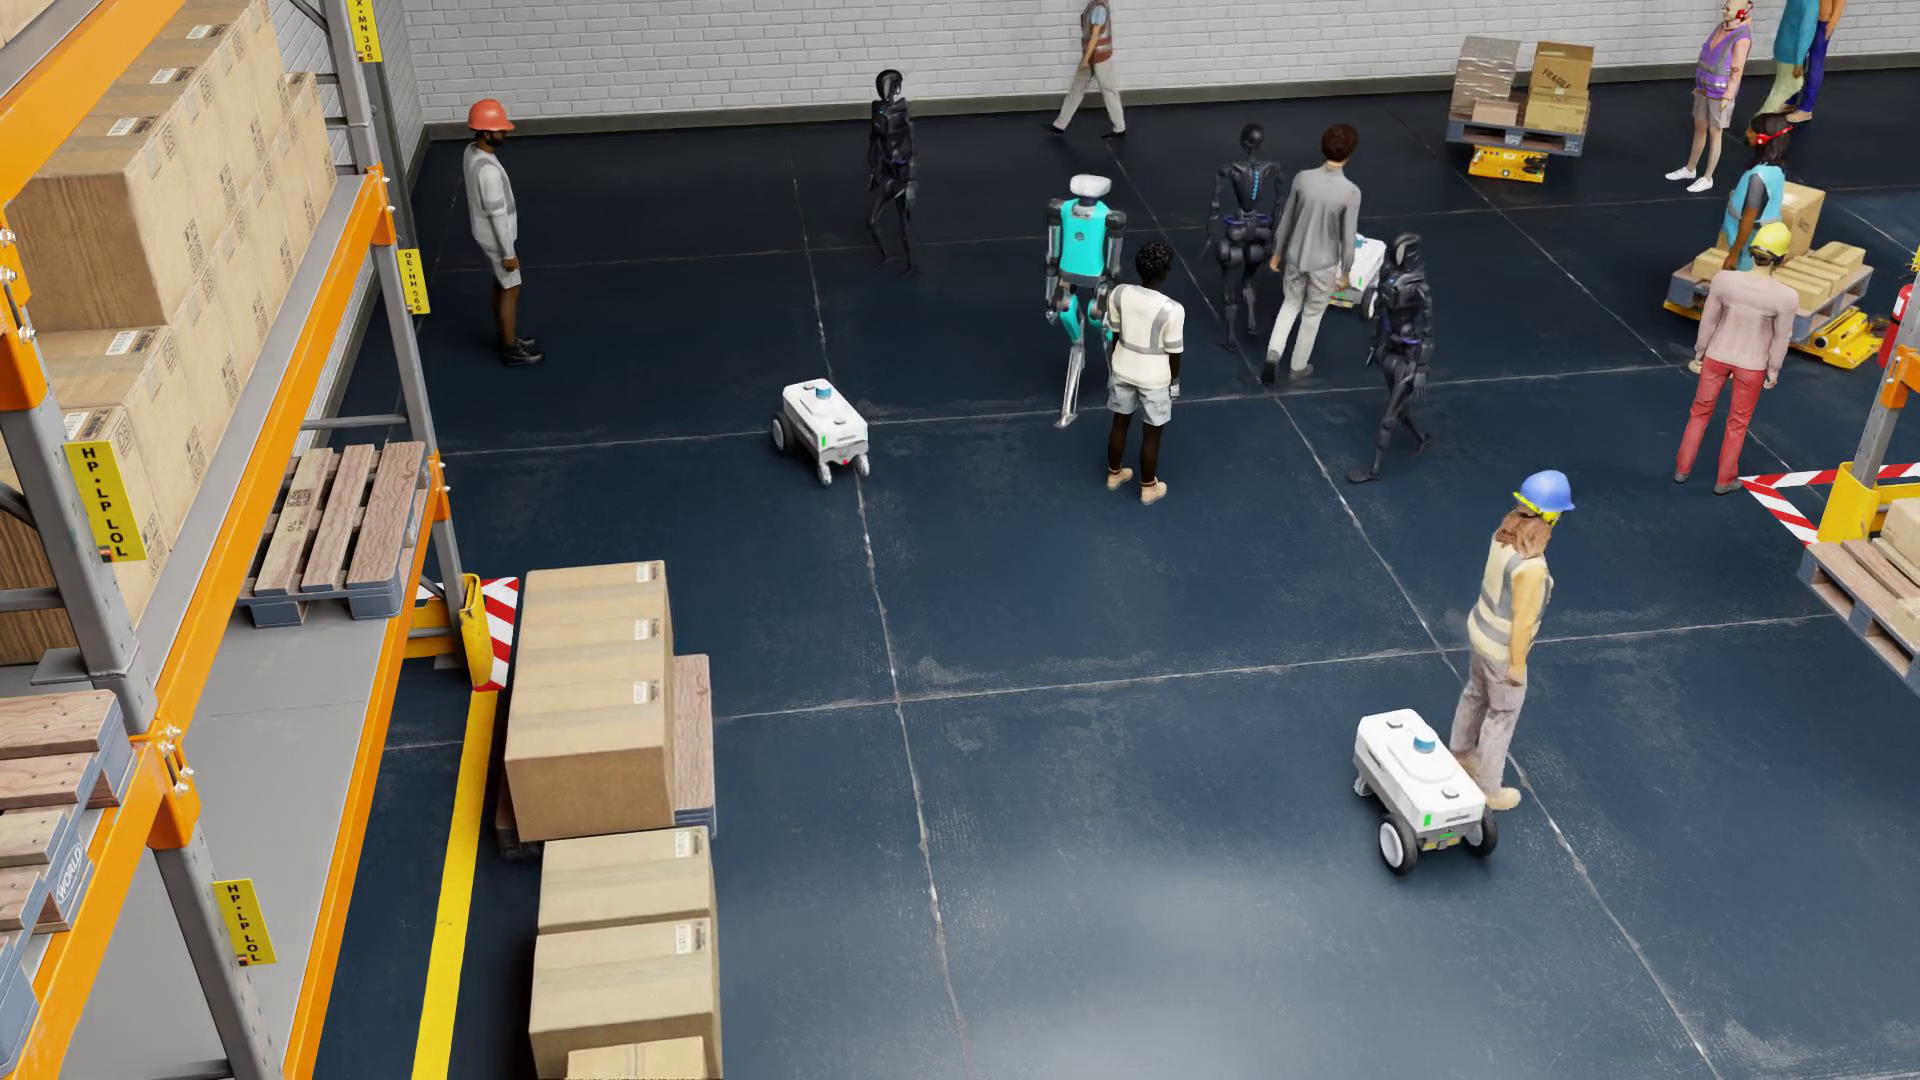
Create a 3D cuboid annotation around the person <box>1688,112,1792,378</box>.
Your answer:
[{"bbox_3d":[5.453,-2.045,11.543,0.391,1.856,0.538,16,36,23],"label":"person"}]

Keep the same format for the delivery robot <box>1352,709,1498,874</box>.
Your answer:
[{"bbox_3d":[2.162,1.171,7.811,0.502,0.611,0.782,-9,34,-14],"label":"delivery robot"}]

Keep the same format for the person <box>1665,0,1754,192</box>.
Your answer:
[{"bbox_3d":[6.599,-3.900,14.524,0.349,1.693,0.476,-7,34,-10],"label":"person"}]

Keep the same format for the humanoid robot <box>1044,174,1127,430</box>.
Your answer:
[{"bbox_3d":[0.912,-1.652,11.084,0.537,1.808,0.926,14,36,21],"label":"humanoid robot"}]

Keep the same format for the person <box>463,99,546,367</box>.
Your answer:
[{"bbox_3d":[-3.194,-2.125,11.600,0.382,1.924,0.546,-15,36,-22],"label":"person"}]

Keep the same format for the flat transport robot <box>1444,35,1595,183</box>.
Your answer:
[{"bbox_3d":[5.157,-3.686,15.502,0.659,0.231,1.431,12,35,17],"label":"flat transport robot"}]

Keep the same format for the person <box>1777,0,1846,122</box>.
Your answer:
[{"bbox_3d":[8.254,-5.053,16.042,0.397,1.974,0.516,-12,35,-18],"label":"person"}]

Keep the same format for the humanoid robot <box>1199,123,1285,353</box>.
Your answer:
[{"bbox_3d":[2.021,-2.149,11.861,0.586,1.648,0.354,-6,34,-10],"label":"humanoid robot"}]

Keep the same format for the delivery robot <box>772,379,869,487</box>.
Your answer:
[{"bbox_3d":[-0.867,-0.736,10.711,0.499,0.586,0.765,-15,36,-22],"label":"delivery robot"}]

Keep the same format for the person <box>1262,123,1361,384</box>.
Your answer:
[{"bbox_3d":[2.371,-1.883,11.262,0.580,1.876,0.506,20,38,28],"label":"person"}]

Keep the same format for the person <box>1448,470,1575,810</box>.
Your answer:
[{"bbox_3d":[2.559,0.468,7.764,0.357,1.764,0.486,-1,33,-1],"label":"person"}]

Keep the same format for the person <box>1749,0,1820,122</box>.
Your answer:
[{"bbox_3d":[7.758,-4.528,15.451,0.416,1.722,0.598,6,34,10],"label":"person"}]

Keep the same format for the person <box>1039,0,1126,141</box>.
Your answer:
[{"bbox_3d":[1.205,-4.534,15.531,0.853,1.641,0.461,-3,33,-5],"label":"person"}]

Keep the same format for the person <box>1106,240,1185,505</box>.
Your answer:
[{"bbox_3d":[1.115,-1.009,10.095,0.532,1.692,0.320,25,41,33],"label":"person"}]

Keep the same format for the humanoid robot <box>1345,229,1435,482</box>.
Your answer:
[{"bbox_3d":[2.780,-1.170,10.408,0.783,1.617,0.613,-13,35,-18],"label":"humanoid robot"}]

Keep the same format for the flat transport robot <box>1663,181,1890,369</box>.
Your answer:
[{"bbox_3d":[6.099,-1.681,12.428,0.659,0.231,1.431,-28,42,-36],"label":"flat transport robot"}]

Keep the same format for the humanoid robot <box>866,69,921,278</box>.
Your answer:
[{"bbox_3d":[-0.496,-2.820,12.891,0.396,1.648,0.593,-24,40,-32],"label":"humanoid robot"}]

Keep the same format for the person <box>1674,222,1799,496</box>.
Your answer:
[{"bbox_3d":[4.752,-1.100,10.169,0.525,1.768,0.312,24,40,32],"label":"person"}]

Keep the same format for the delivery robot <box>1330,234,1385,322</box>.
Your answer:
[{"bbox_3d":[2.987,-2.038,12.705,0.499,0.585,0.765,15,36,22],"label":"delivery robot"}]
